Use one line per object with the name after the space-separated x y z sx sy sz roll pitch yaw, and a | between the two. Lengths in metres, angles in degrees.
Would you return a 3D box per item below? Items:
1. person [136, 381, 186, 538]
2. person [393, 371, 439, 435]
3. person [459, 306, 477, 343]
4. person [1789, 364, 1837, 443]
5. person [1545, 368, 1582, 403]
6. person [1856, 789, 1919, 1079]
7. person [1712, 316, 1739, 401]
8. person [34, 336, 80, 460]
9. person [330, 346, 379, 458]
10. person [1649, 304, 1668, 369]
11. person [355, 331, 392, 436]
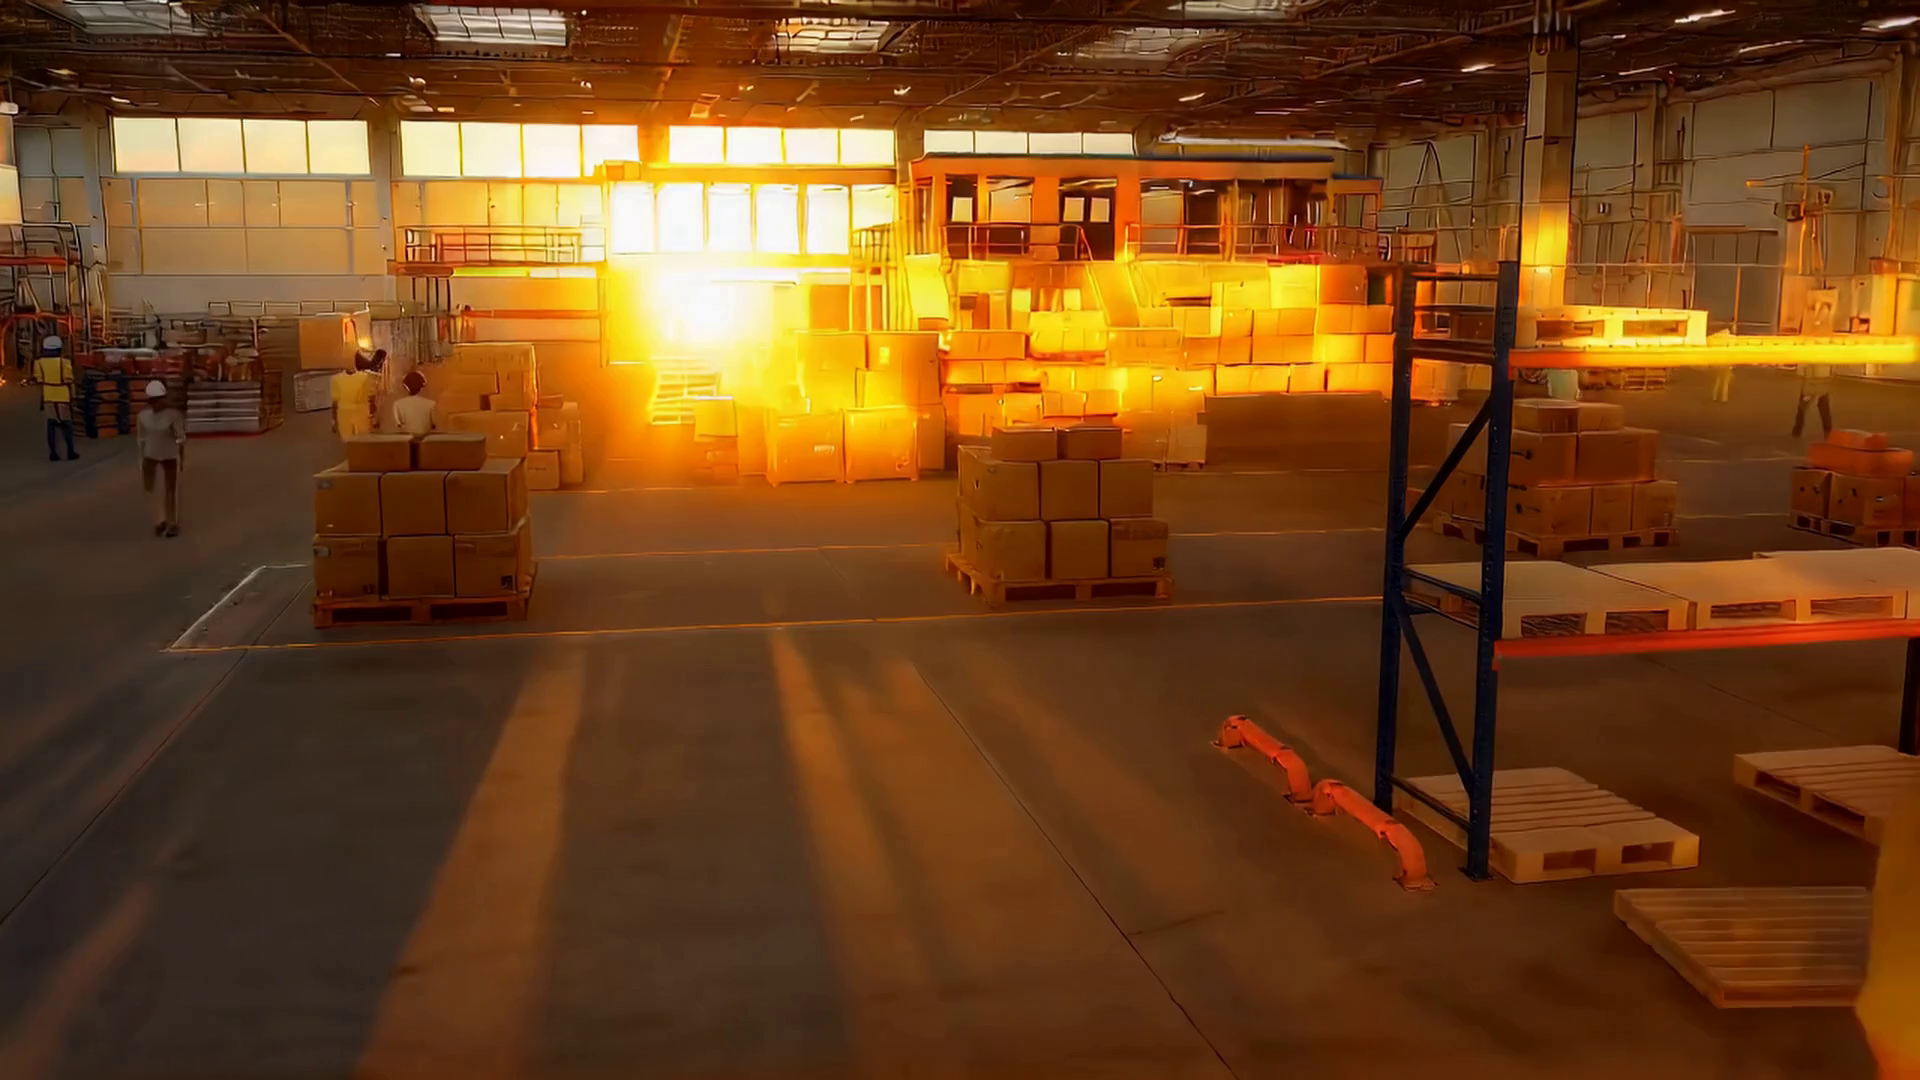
-8.864 -0.892 18.463 0.550 1.751 0.368 -1 9 -4 | person
-6.179 -0.993 18.858 0.530 1.828 0.879 -5 10 -26 | person
-14.808 -6.125 50.106 0.508 1.844 0.332 0 9 -1 | person
14.639 -2.534 28.405 0.630 1.799 0.972 -1 9 -5 | person
8.721 -1.831 24.044 0.523 1.818 0.980 -3 10 -15 | person
2.503 1.341 4.453 0.885 1.909 0.637 3 10 19 | person
17.136 -4.056 37.275 0.559 1.914 0.541 7 12 36 | person
-14.083 -2.208 25.945 0.552 1.936 0.360 -2 10 -13 | person
-8.235 -1.669 22.634 0.632 1.942 0.459 -1 9 -6 | person
20.606 -5.991 49.024 0.639 1.926 0.464 -2 9 -11 | person
-10.212 -2.661 28.817 0.640 1.895 0.598 -2 9 -10 | person
